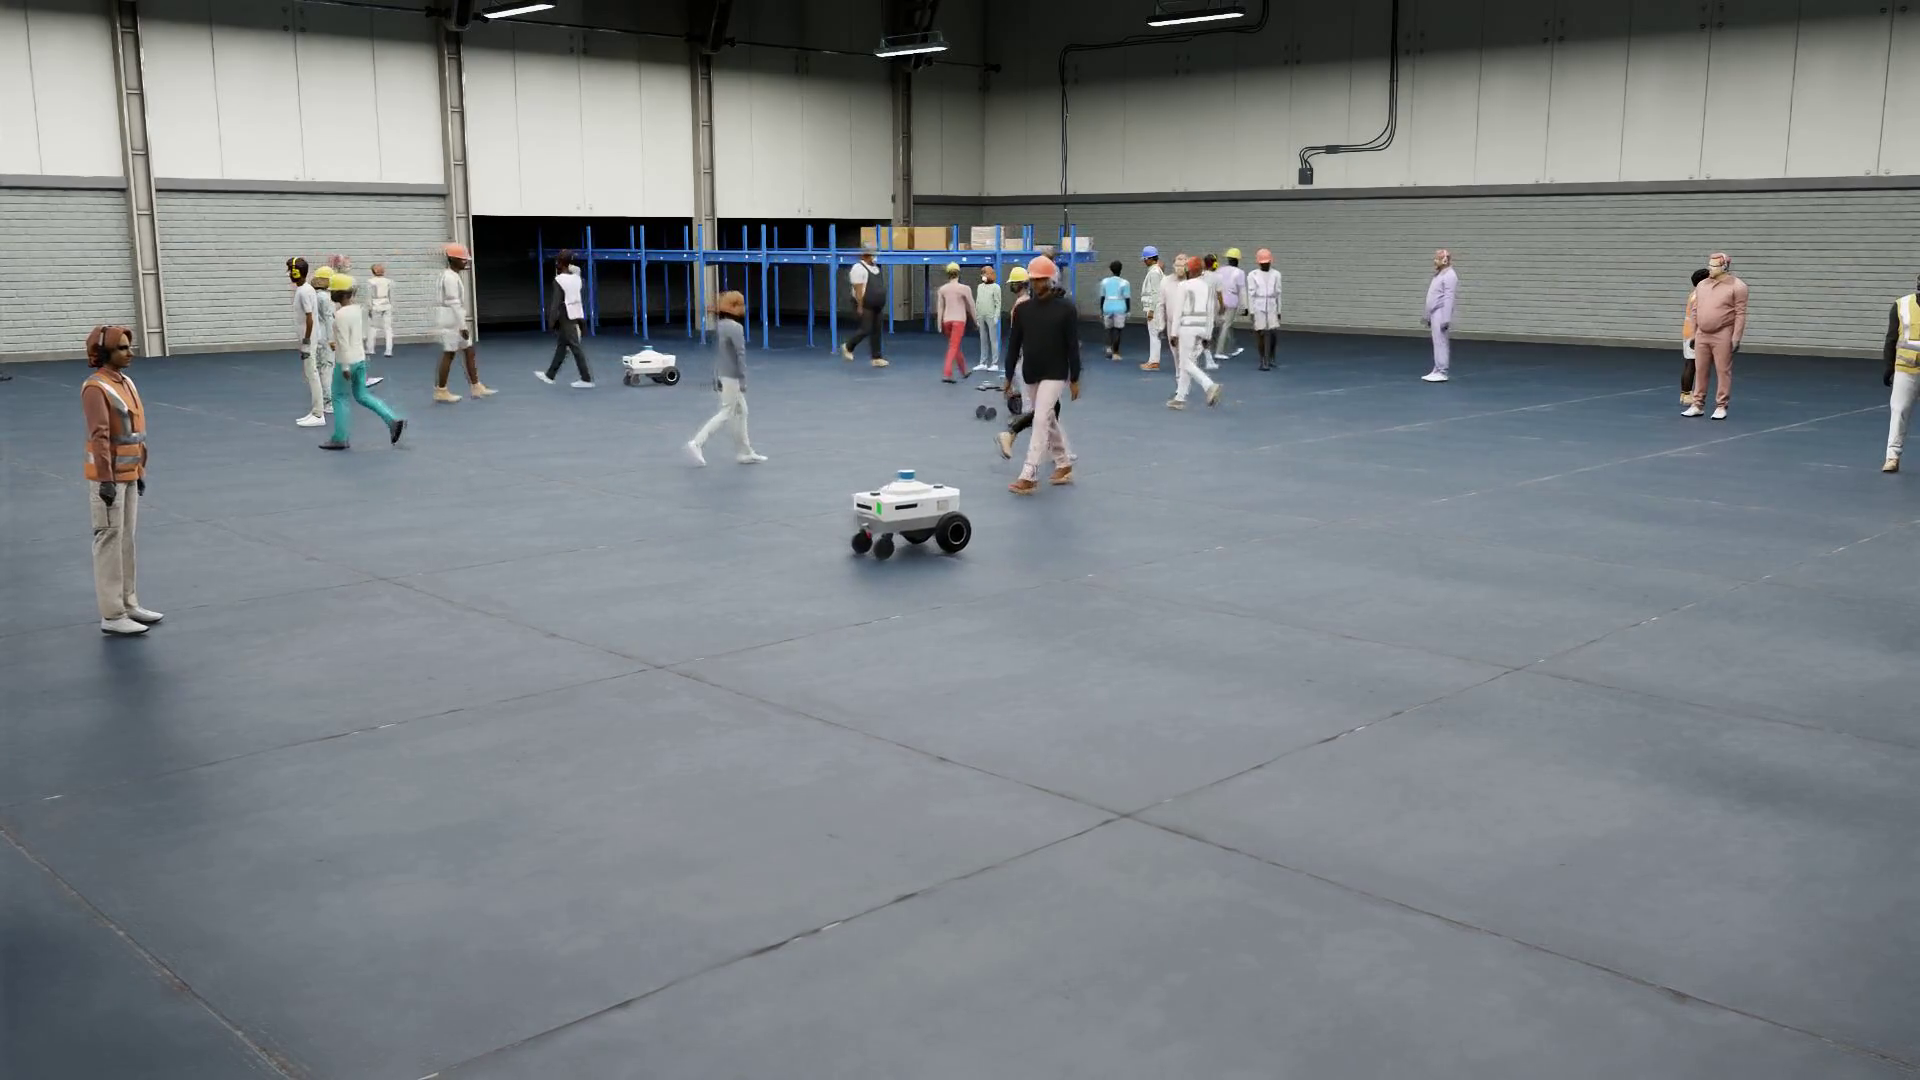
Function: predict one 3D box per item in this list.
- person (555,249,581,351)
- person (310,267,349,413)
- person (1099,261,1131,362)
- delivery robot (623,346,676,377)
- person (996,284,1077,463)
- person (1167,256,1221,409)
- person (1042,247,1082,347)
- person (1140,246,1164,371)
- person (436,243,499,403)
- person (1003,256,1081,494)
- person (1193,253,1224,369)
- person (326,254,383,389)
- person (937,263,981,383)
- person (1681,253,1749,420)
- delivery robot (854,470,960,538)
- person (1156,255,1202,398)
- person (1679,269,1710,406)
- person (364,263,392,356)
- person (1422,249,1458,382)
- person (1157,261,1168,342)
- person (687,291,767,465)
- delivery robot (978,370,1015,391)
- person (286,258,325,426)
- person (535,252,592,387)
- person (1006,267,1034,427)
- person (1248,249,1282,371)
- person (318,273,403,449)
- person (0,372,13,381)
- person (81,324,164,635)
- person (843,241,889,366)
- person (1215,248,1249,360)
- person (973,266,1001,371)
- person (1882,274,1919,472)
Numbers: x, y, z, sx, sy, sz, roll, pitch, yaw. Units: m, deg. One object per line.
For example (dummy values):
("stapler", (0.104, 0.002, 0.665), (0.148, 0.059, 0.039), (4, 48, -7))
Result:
("person", (-7.244, -4.447, 30.775), (0.514, 1.865, 0.313), (-8, 13, -39))
("person", (-7.595, -2.404, 19.970), (0.311, 1.736, 0.483), (-9, 13, -39))
("person", (2.623, -3.845, 27.952), (0.553, 1.677, 0.414), (5, 12, 27))
("delivery robot", (-4.432, -2.524, 23.705), (0.707, 0.478, 0.477), (-6, 12, -31))
("person", (0.716, -1.538, 15.424), (0.698, 1.658, 0.579), (0, 10, -1))
("person", (2.887, -2.507, 20.213), (0.623, 1.861, 0.803), (-10, 14, -43))
("person", (1.618, -3.995, 28.188), (0.849, 1.910, 0.638), (0, 10, 0))
("person", (3.019, -3.638, 26.146), (0.402, 1.937, 0.604), (1, 10, 7))
("person", (-6.264, -2.744, 21.082), (0.911, 2.004, 0.629), (-3, 11, -14))
("person", (0.684, -1.387, 13.896), (0.630, 1.941, 1.053), (8, 13, 36))
("person", (3.864, -3.602, 26.243), (0.522, 1.841, 0.850), (9, 14, 40))
("person", (-8.282, -2.903, 22.380), (0.975, 1.848, 0.665), (-5, 12, -26))
("person", (-0.036, -3.144, 24.077), (0.546, 1.704, 0.947), (7, 13, 34))
("person", (8.740, -2.359, 19.268), (0.400, 1.905, 0.643), (-7, 12, -32))
("delivery robot", (-0.357, -0.229, 11.190), (0.707, 0.478, 0.477), (-8, 13, -36))
("person", (2.917, -2.819, 21.944), (0.655, 1.846, 0.972), (4, 11, 23))
("person", (9.202, -2.532, 20.773), (0.315, 1.696, 0.541), (3, 11, 16))
("person", (-10.233, -4.036, 29.188), (0.741, 1.606, 0.539), (8, 13, 36))
("person", (6.982, -3.266, 24.200), (0.405, 1.910, 0.649), (1, 10, 3))
("person", (3.759, -4.477, 31.562), (0.527, 1.625, 0.482), (0, 10, 0))
("person", (-2.178, -1.497, 15.380), (0.747, 1.612, 0.513), (-5, 11, -24))
("delivery robot", (0.561, -1.870, 19.431), (0.698, 0.223, 0.335), (-5, 11, -23))
("person", (-7.305, -2.209, 18.562), (0.331, 1.865, 0.519), (-4, 11, -19))
("person", (-5.597, -3.088, 23.319), (0.966, 1.868, 0.618), (3, 11, 15))
("person", (0.676, -2.148, 18.521), (0.335, 1.757, 0.517), (1, 10, 7))
("person", (4.791, -3.614, 26.135), (0.566, 1.898, 0.402), (0, 10, -2))
("person", (-6.009, -1.779, 16.542), (0.746, 1.740, 0.528), (1, 10, 5))
("person", (-14.309, -3.249, 24.104), (0.756, 1.917, 0.553), (-10, 14, -43))
("person", (-4.516, -0.330, 8.917), (0.315, 1.641, 0.514), (-2, 11, -9))
("person", (-1.510, -3.803, 26.880), (0.712, 2.000, 0.713), (7, 12, 32))
("person", (4.676, -4.048, 28.547), (0.973, 1.872, 0.612), (-9, 14, -41))
("person", (0.432, -3.472, 26.067), (0.499, 1.634, 0.288), (10, 14, 43))
("person", (8.586, -1.515, 14.833), (0.635, 1.842, 0.429), (5, 12, 27))
